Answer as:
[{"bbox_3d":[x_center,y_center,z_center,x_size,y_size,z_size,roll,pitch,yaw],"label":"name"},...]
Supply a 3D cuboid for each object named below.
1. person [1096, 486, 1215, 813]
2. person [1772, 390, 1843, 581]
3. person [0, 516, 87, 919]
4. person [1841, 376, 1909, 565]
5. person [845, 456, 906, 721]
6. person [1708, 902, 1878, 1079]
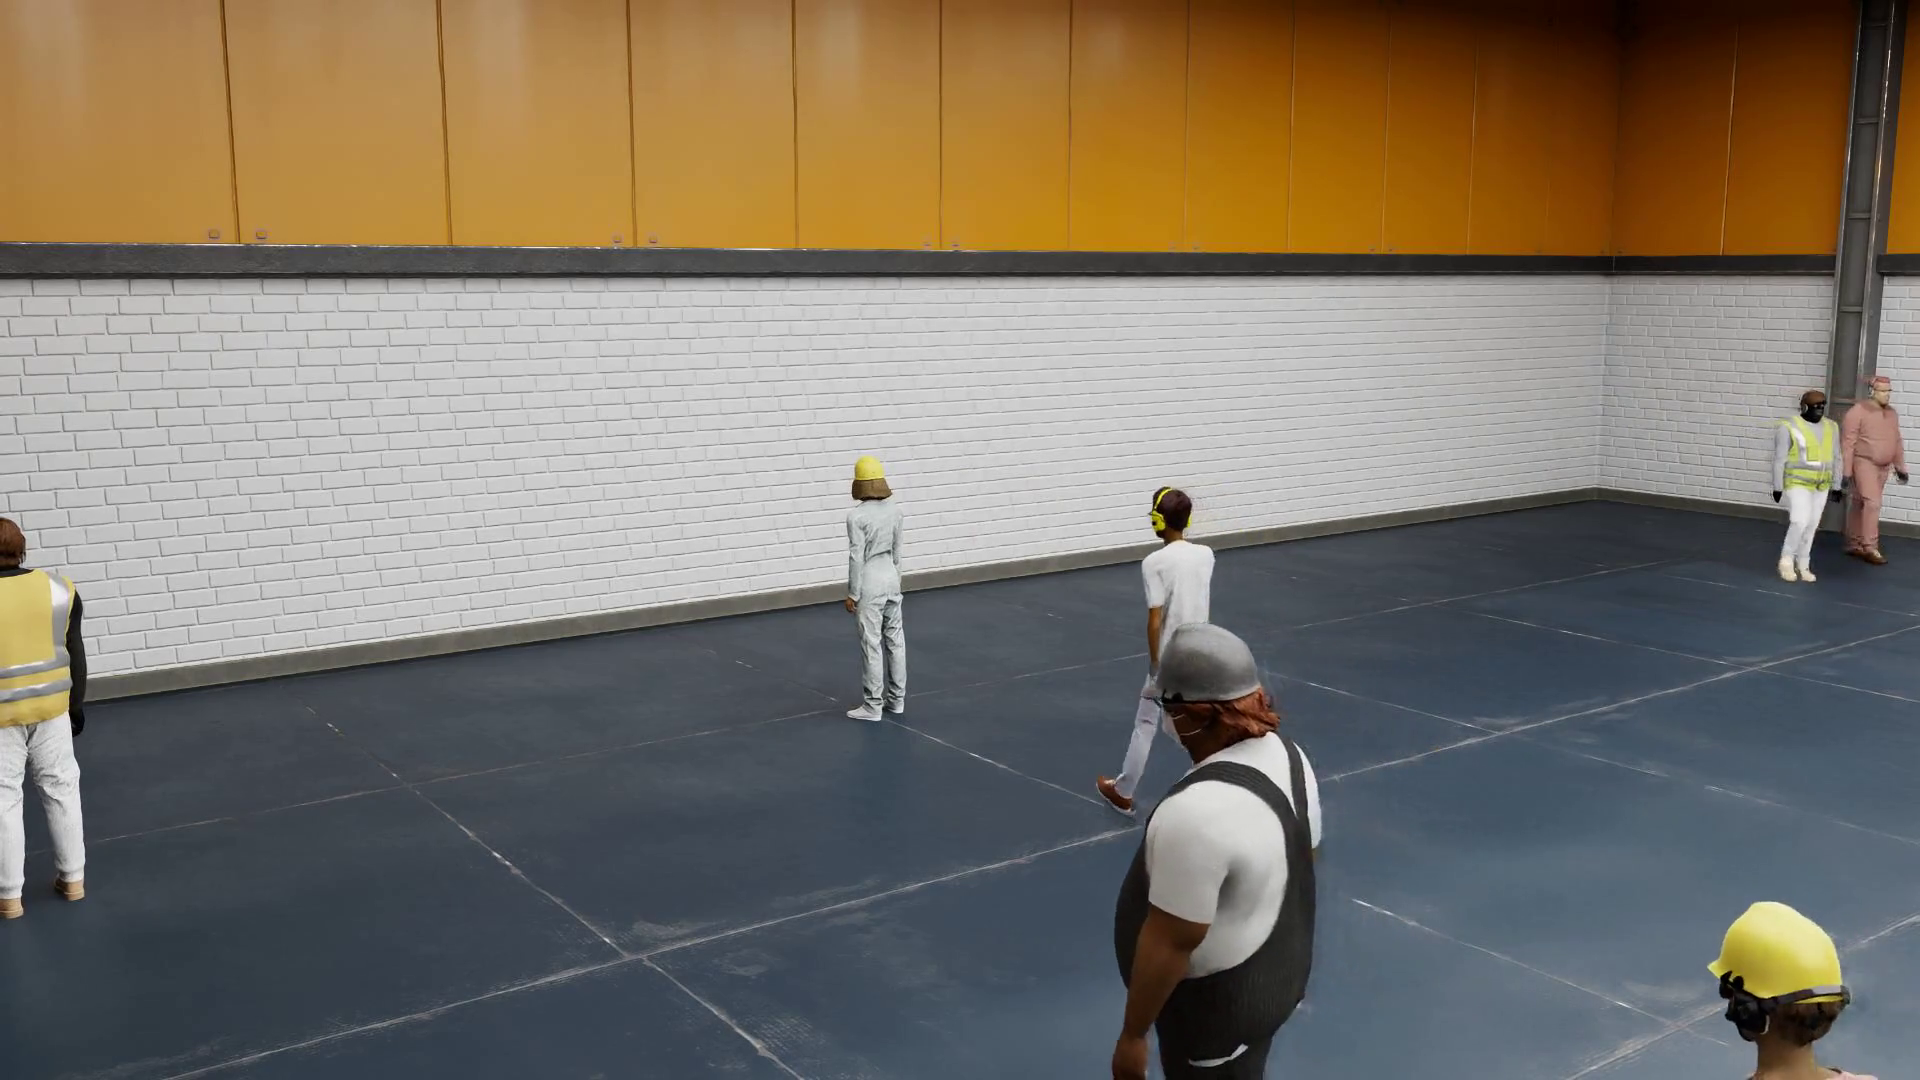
[{"bbox_3d":[1.104,0.629,8.769,0.509,1.825,0.949,-5,11,-29],"label":"person"},{"bbox_3d":[8.051,-0.504,15.761,0.634,1.829,0.485,-2,9,-13],"label":"person"},{"bbox_3d":[-4.339,0.804,7.638,0.429,1.845,0.621,8,12,40],"label":"person"},{"bbox_3d":[9.320,-0.704,16.819,0.660,1.881,0.775,-4,10,-26],"label":"person"},{"bbox_3d":[-0.575,0.317,10.956,0.312,1.740,0.486,8,12,41],"label":"person"},{"bbox_3d":[1.537,1.560,3.337,0.541,1.720,0.896,-4,10,-22],"label":"person"}]
